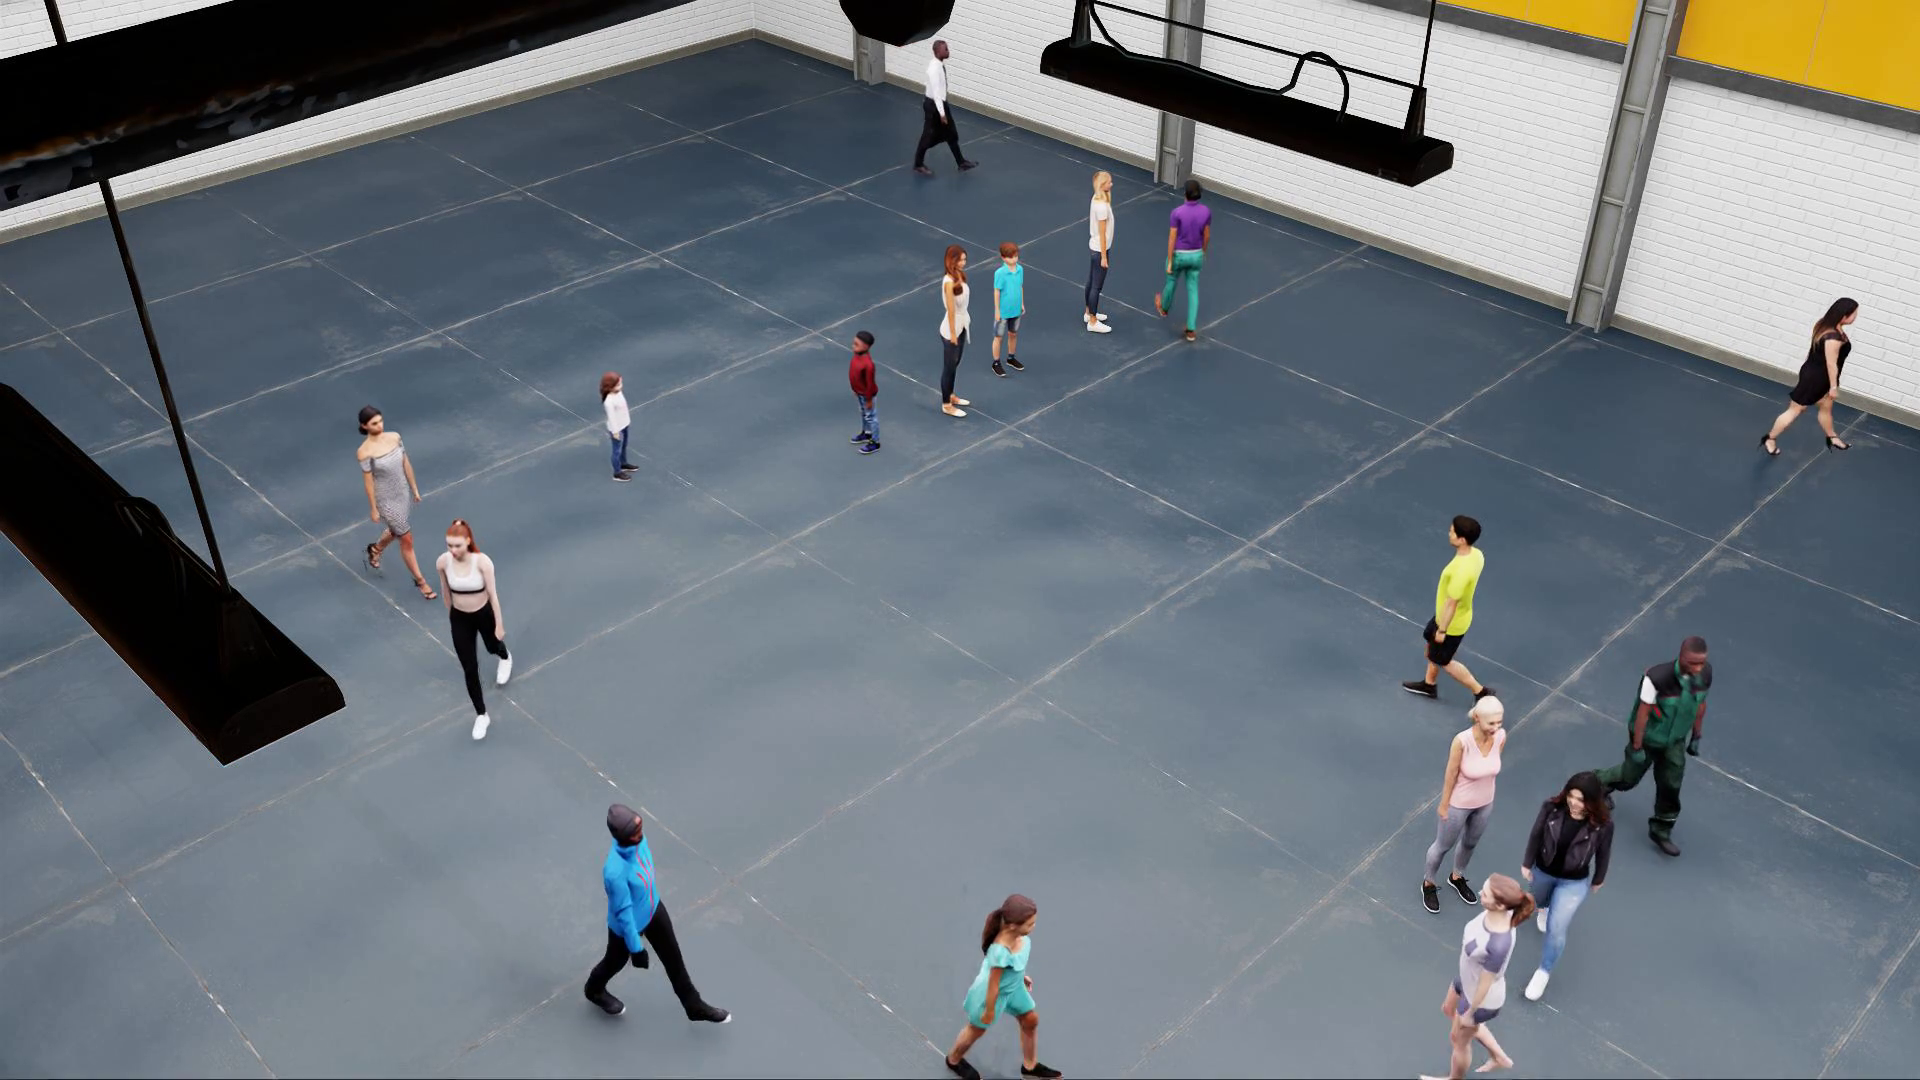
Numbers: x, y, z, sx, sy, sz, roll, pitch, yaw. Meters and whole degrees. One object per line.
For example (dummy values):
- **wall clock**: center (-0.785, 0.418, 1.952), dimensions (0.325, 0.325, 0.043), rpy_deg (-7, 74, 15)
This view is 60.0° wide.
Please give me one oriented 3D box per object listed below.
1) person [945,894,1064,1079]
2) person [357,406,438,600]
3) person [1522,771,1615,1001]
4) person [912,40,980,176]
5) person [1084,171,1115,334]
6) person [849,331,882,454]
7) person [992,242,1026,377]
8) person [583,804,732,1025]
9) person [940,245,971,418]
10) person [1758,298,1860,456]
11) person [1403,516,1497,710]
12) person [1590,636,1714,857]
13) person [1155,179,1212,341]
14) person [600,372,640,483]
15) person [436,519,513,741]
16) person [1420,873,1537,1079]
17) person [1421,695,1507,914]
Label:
- **person**: center (0.172, 2.619, 9.764), dimensions (1.016, 1.507, 0.786), rpy_deg (15, 36, 21)
- **person**: center (-4.817, -0.336, 13.956), dimensions (1.116, 1.789, 0.795), rpy_deg (17, 37, 24)
- **person**: center (3.794, 2.063, 10.510), dimensions (1.042, 1.607, 0.820), rpy_deg (20, 39, 28)
- **person**: center (-0.412, -5.696, 22.007), dimensions (1.234, 1.802, 1.081), rpy_deg (5, 34, 8)
- **person**: center (1.517, -3.170, 18.201), dimensions (0.730, 1.809, 0.650), rpy_deg (-2, 34, -4)
- **person**: center (-0.905, -1.457, 16.127), dimensions (0.621, 1.252, 0.517), rpy_deg (-14, 36, -20)
- **person**: center (0.500, -2.449, 17.442), dimensions (0.554, 1.448, 0.535), rpy_deg (-20, 39, -28)
- **person**: center (-2.050, 2.291, 10.044), dimensions (1.286, 1.744, 1.024), rpy_deg (9, 35, 14)
- **person**: center (-0.075, -2.106, 16.623), dimensions (0.681, 1.784, 0.674), rpy_deg (9, 35, 13)
- **person**: center (8.056, -1.508, 15.825), dimensions (1.167, 1.671, 0.969), rpy_deg (8, 34, 12)
- **person**: center (3.825, 0.600, 12.642), dimensions (1.028, 1.684, 0.836), rpy_deg (14, 36, 20)
- **person**: center (4.740, 1.314, 11.458), dimensions (1.001, 1.806, 1.142), rpy_deg (-12, 35, -17)
- **person**: center (2.485, -3.002, 18.019), dimensions (1.039, 1.730, 1.186), rpy_deg (-6, 34, -9)
- **person**: center (-3.243, -1.096, 15.713), dimensions (0.591, 1.109, 0.540), rpy_deg (6, 34, 9)
- **person**: center (-3.655, 0.573, 12.665), dimensions (1.124, 1.703, 1.175), rpy_deg (0, 34, 0)
- **person**: center (3.068, 2.611, 9.552), dimensions (0.836, 1.755, 0.735), rpy_deg (10, 35, 15)
- **person**: center (3.340, 1.704, 10.944), dimensions (0.632, 1.725, 0.653), rpy_deg (-9, 35, -13)
